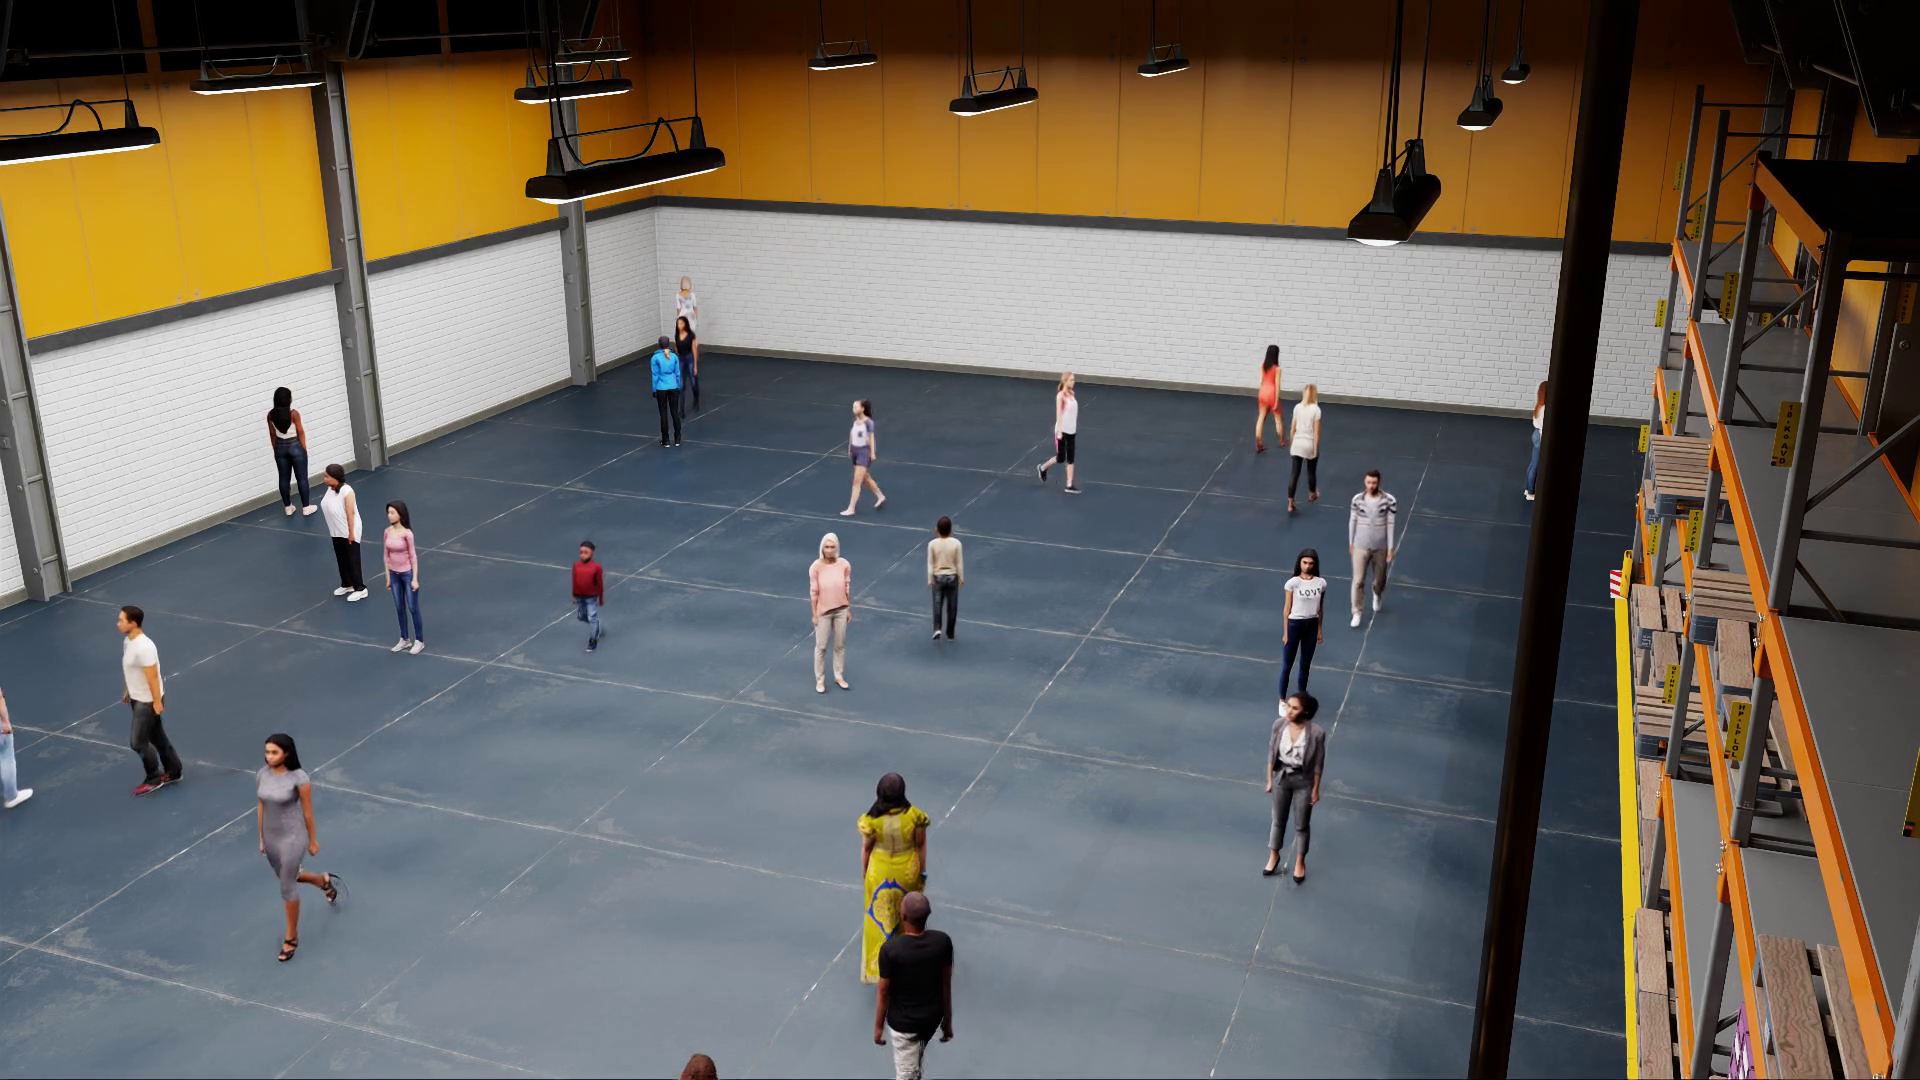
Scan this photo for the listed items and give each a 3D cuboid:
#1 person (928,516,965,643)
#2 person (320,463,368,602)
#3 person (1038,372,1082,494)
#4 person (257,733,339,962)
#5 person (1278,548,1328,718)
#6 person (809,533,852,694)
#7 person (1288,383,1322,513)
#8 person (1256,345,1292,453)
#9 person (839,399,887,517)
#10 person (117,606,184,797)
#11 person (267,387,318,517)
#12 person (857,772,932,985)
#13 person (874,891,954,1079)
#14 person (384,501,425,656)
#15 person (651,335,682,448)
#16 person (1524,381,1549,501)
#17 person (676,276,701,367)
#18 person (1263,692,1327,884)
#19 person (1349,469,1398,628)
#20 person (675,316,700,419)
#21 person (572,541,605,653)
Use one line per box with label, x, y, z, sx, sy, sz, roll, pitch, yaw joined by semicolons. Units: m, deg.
person;-0.165;0.474;18.564;0.651;1.452;0.726;1;19;2
person;-7.402;-0.117;19.958;0.749;1.682;0.757;17;25;42
person;1.454;-1.566;24.118;0.889;1.774;1.003;14;23;36
person;-5.102;2.276;12.733;0.629;1.758;1.051;5;19;15
person;3.426;0.920;16.732;0.669;1.775;0.687;-4;19;-12
person;-1.345;0.736;17.361;0.676;1.724;0.723;-7;20;-21
person;4.757;-1.236;23.139;0.745;1.772;1.219;10;21;27
person;4.802;-2.197;26.122;0.834;1.690;1.051;16;25;40
person;-1.291;-1.162;23.172;1.130;1.612;0.974;-13;23;-34
person;-7.342;1.428;15.201;0.867;1.789;0.815;-16;24;-39
person;-9.300;-1.232;23.072;0.701;1.807;0.689;2;19;5
person;-0.482;2.527;12.210;1.167;1.615;1.440;-3;19;-8
person;-0.258;3.065;10.370;1.177;1.771;1.226;-9;21;-25
person;-6.131;0.395;18.344;0.578;1.742;0.521;8;20;23
person;-4.665;-2.378;26.495;0.682;1.795;0.736;-8;20;-22
person;8.305;-1.435;23.799;0.667;1.728;0.475;4;19;11
person;-5.233;-4.212;32.010;0.628;1.751;0.612;1;19;2
person;2.750;2.005;13.664;0.650;1.677;0.622;10;21;28
person;4.767;0.053;19.220;0.720;1.831;1.053;6;19;16
person;-4.623;-2.968;28.411;0.773;1.691;1.228;2;19;7
person;-4.133;0.591;18.543;0.541;1.243;0.743;4;19;12
